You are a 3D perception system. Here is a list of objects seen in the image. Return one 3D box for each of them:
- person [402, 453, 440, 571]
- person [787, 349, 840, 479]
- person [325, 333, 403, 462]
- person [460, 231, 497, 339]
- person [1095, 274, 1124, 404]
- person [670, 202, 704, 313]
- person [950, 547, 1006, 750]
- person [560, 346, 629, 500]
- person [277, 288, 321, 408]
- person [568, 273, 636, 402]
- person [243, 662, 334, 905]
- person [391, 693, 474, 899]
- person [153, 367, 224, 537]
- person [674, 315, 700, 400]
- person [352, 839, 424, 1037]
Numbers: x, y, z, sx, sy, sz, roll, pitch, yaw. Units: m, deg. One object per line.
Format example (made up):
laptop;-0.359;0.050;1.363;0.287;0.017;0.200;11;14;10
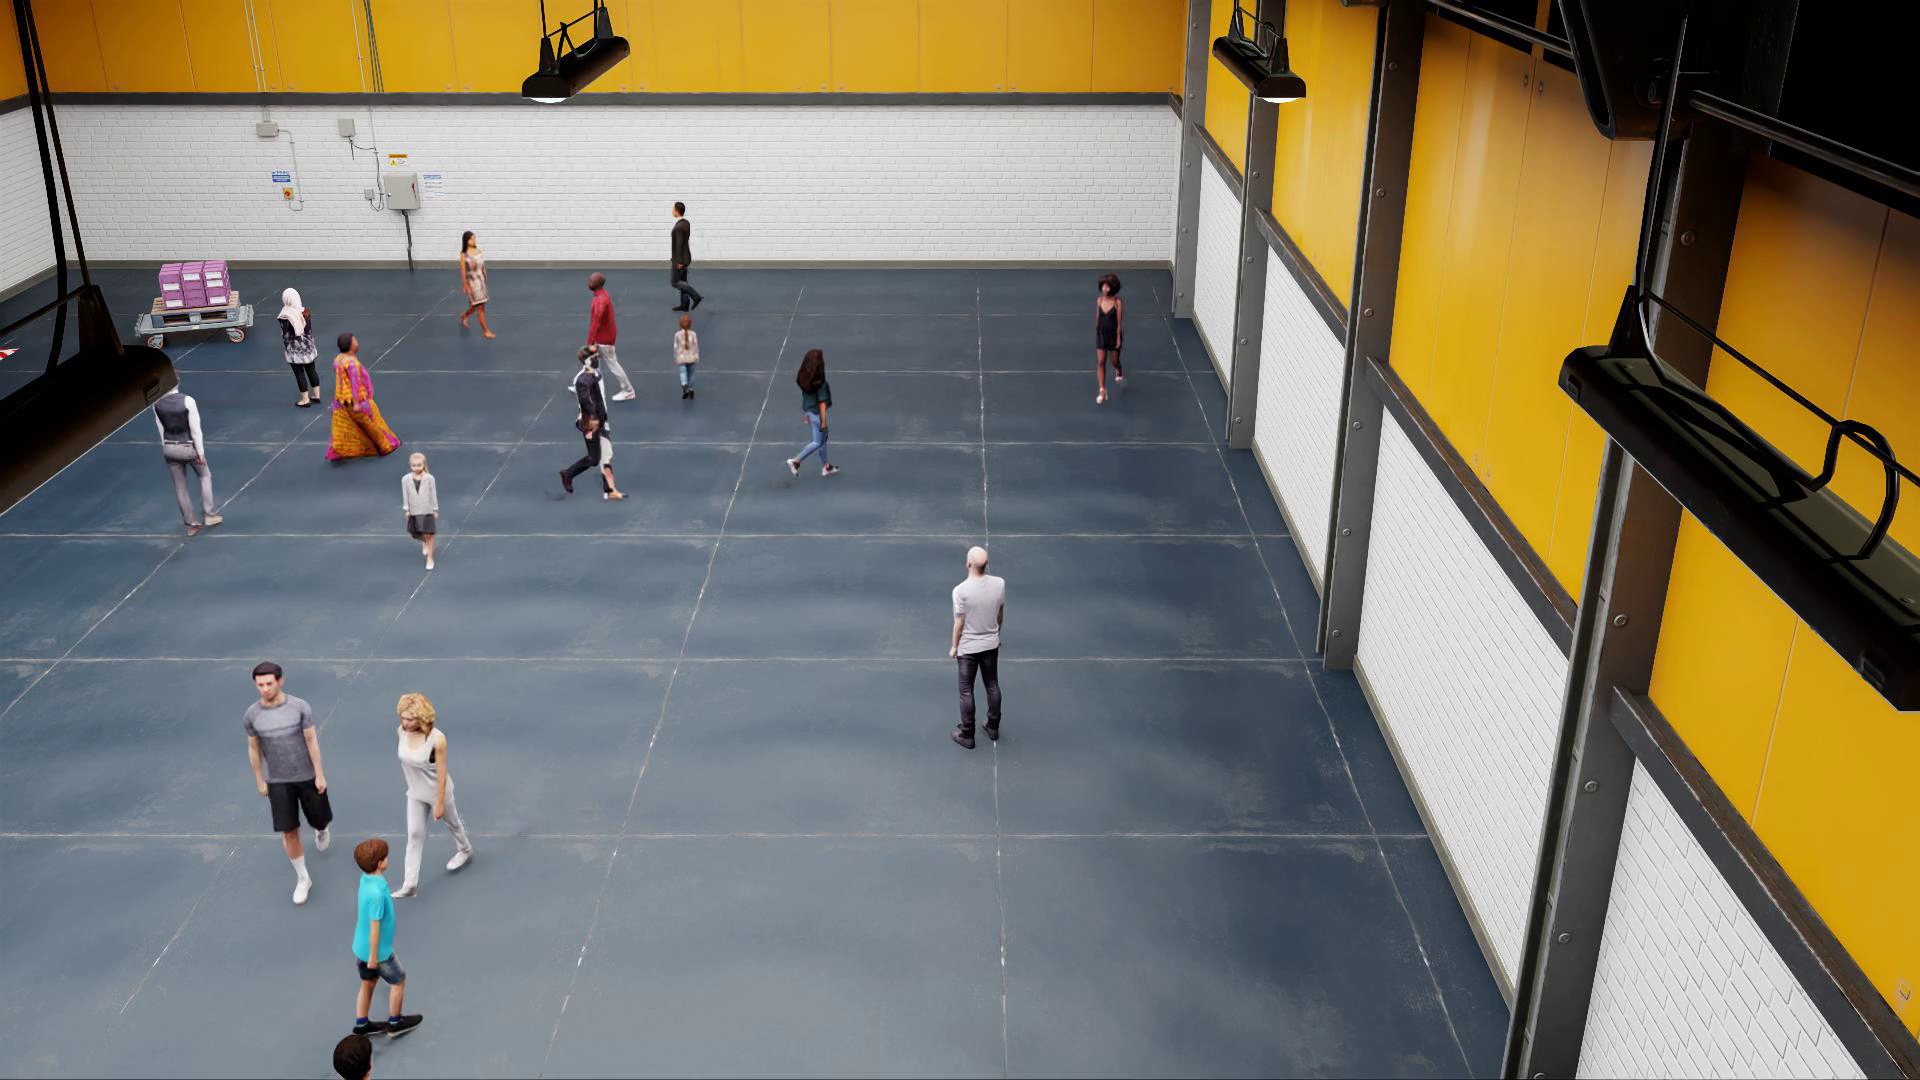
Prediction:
person;-5.757;-0.340;17.803;0.538;1.266;0.713;-2;24;-4
person;-1.795;-1.487;20.017;1.004;1.595;0.994;-17;29;-34
person;-7.556;-1.750;20.526;1.210;1.669;1.171;-21;31;-39
person;-7.518;-3.940;25.594;1.019;1.623;1.067;14;27;29
person;2.063;-2.769;22.725;0.768;1.774;0.965;11;26;23
person;-4.407;-4.536;26.745;0.811;1.792;0.776;4;24;8
person;0.147;0.905;14.249;0.756;1.832;0.762;-14;27;-29
person;-4.330;-1.343;19.335;0.911;1.877;1.037;5;24;12
person;-8.952;-2.616;22.546;0.807;1.637;0.721;13;27;28
person;-4.748;-2.738;22.644;0.827;1.784;1.110;-3;24;-7
person;-4.940;1.720;12.370;0.813;1.844;1.075;-5;24;-11
person;-3.876;1.833;12.391;0.887;1.620;1.166;10;26;22
person;-8.638;-0.962;18.406;0.681;1.924;0.703;-2;24;-4
person;-3.756;-2.490;22.818;0.551;1.189;0.664;-4;24;-10
person;-3.861;2.639;10.796;0.764;1.420;0.718;-12;26;-25
